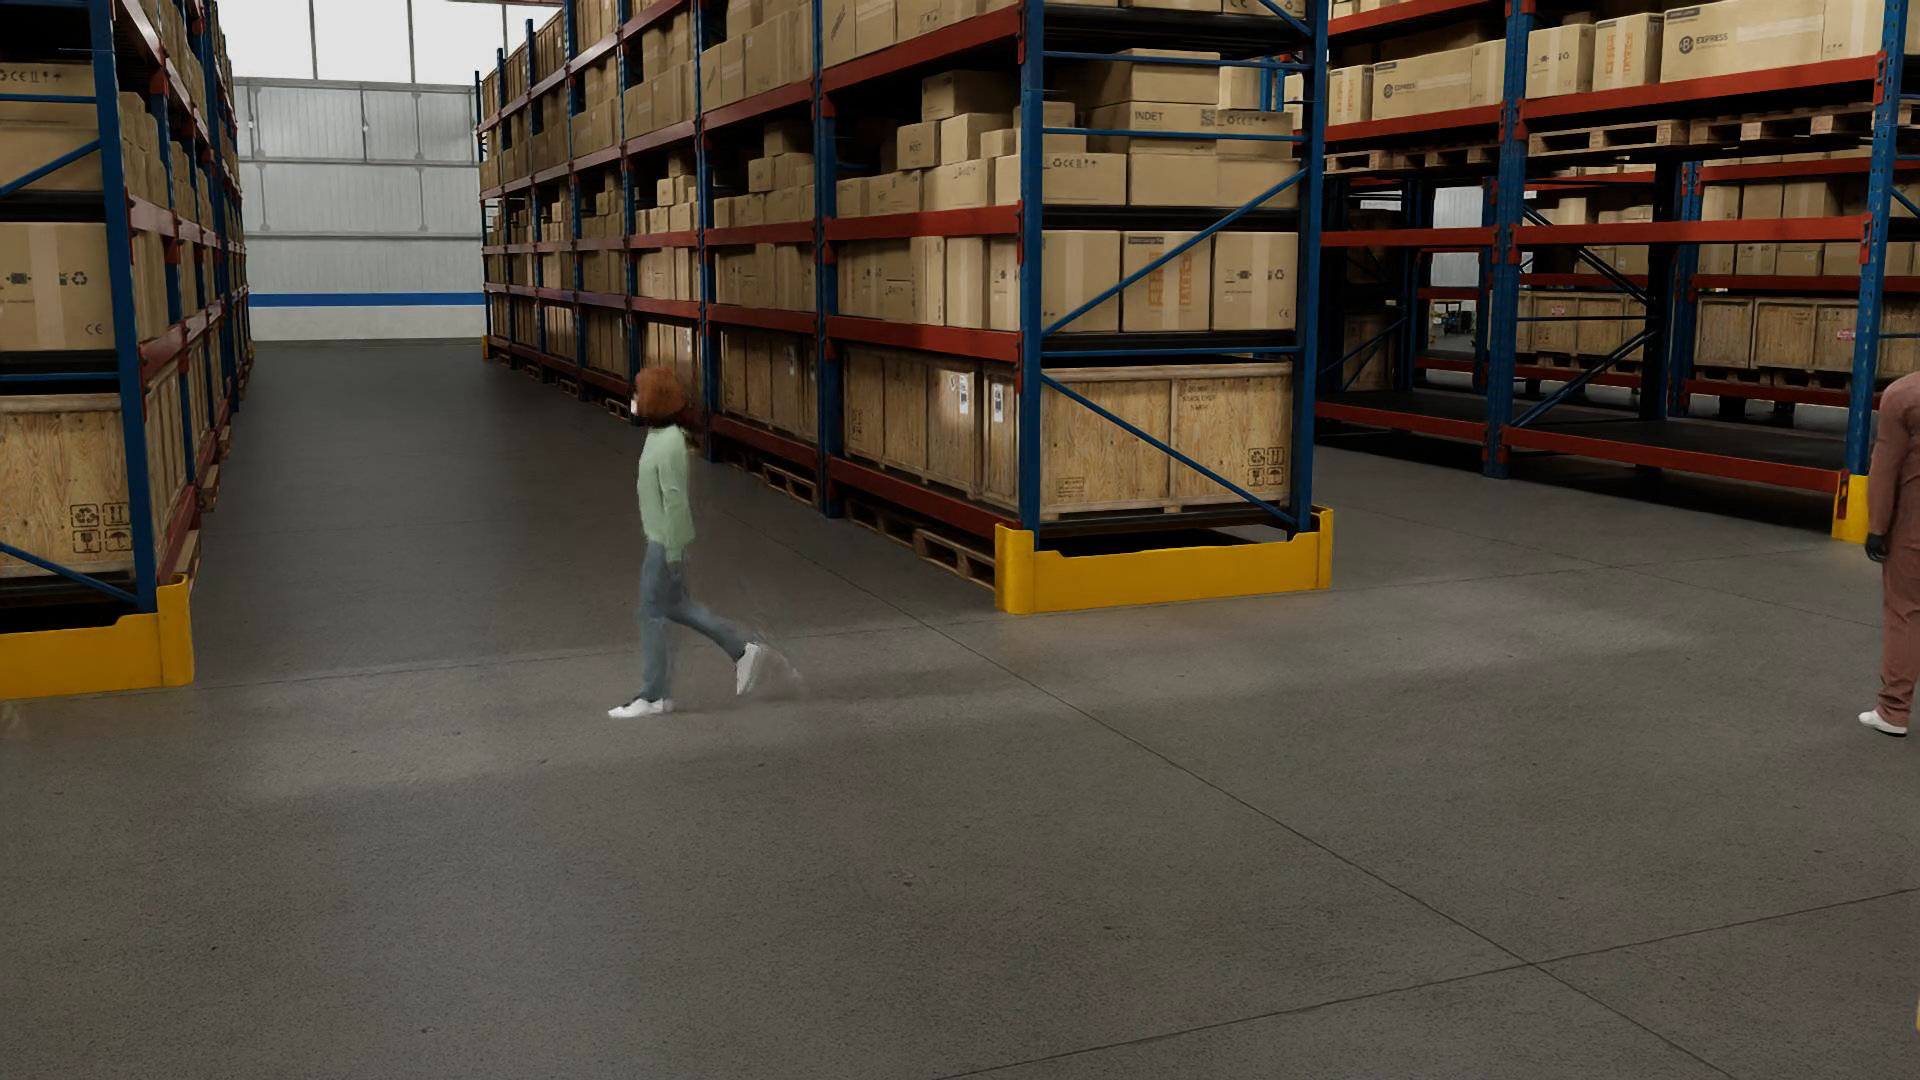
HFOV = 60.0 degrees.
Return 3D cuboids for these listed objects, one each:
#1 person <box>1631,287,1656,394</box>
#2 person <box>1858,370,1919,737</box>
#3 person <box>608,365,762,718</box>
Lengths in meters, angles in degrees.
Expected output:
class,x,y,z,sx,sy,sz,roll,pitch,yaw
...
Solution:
class,x,y,z,sx,sy,sz,roll,pitch,yaw
person,10.859,-3.174,26.209,0.528,1.767,0.329,-2,10,-14
person,4.286,-0.078,7.282,0.645,1.898,0.398,1,10,4
person,-1.274,0.003,7.613,0.657,1.615,0.500,-2,10,-12
